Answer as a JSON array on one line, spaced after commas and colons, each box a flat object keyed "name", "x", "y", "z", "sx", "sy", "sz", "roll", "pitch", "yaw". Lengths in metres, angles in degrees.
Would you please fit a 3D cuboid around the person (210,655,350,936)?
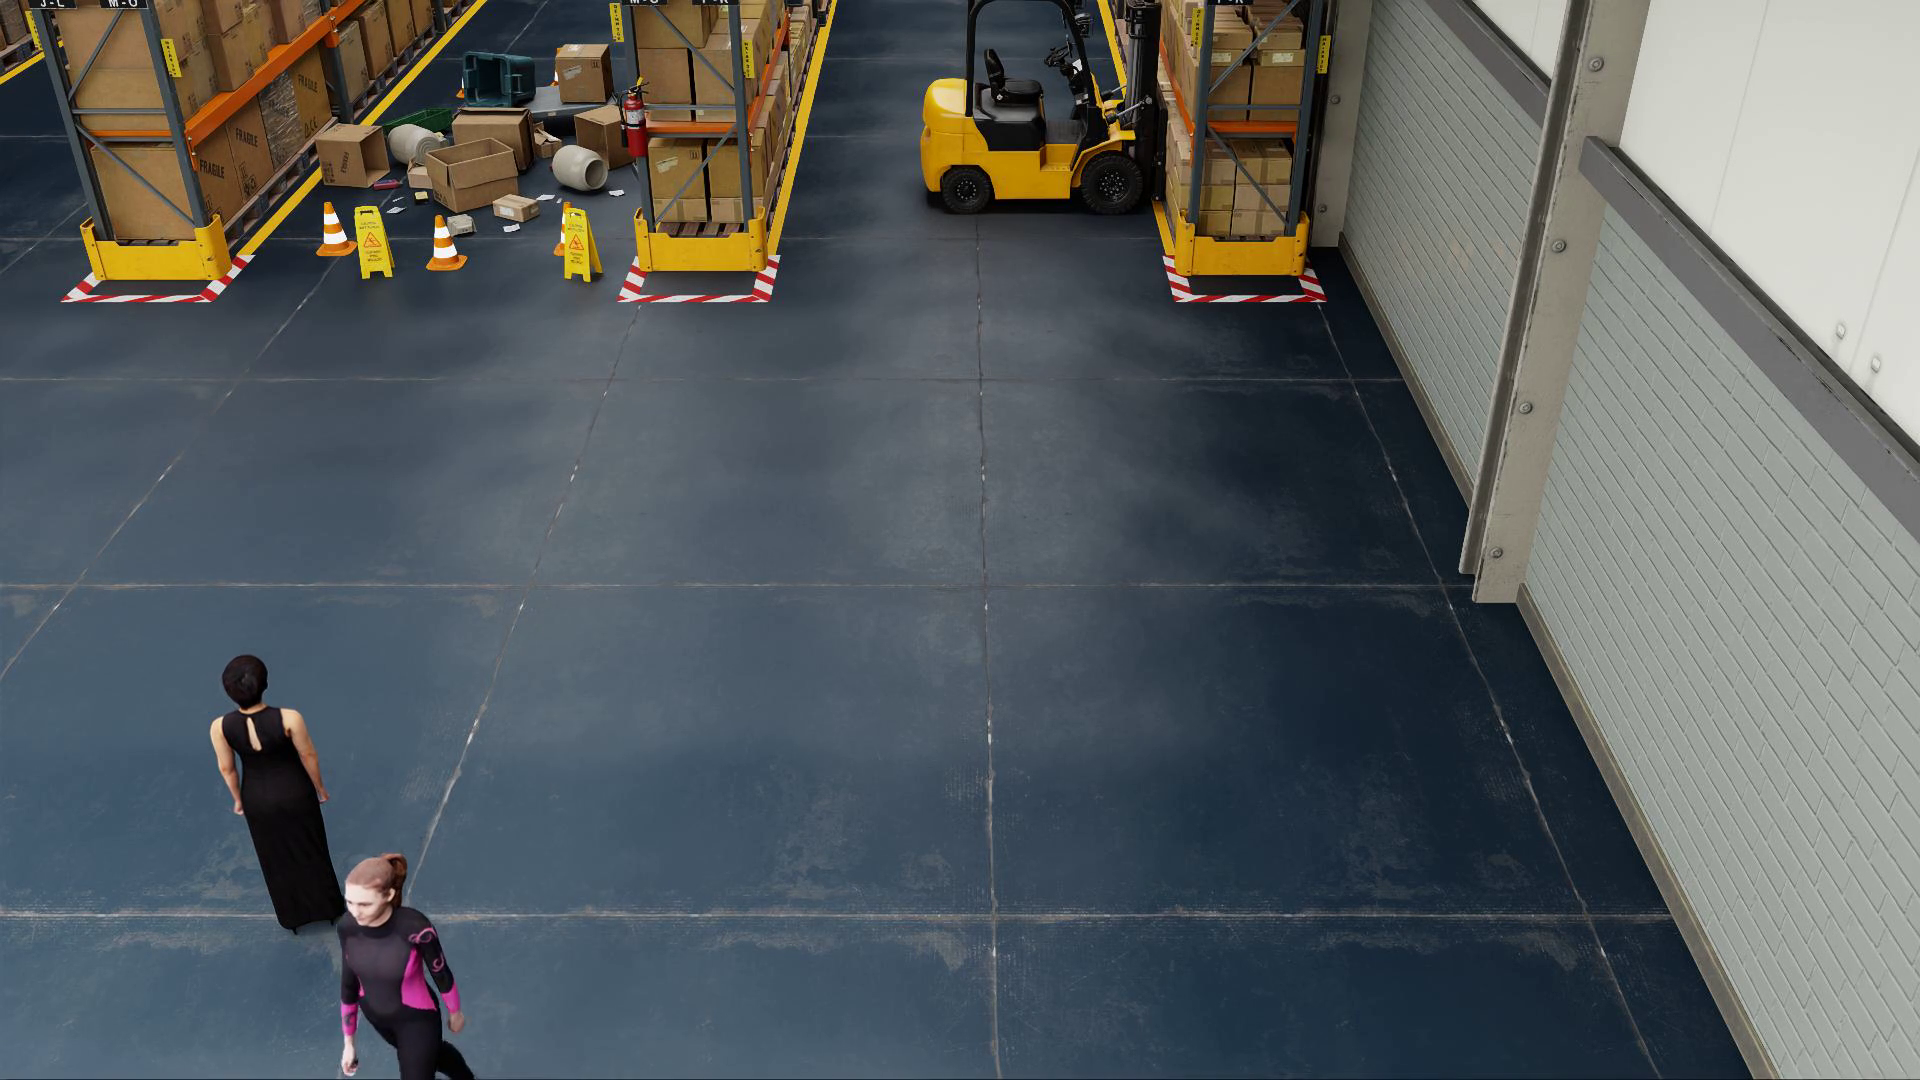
[{"name": "person", "x": -3.261, "y": 1.234, "z": 7.946, "sx": 0.632, "sy": 1.603, "sz": 0.594, "roll": -8, "pitch": 33, "yaw": -12}]

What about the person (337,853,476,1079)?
[{"name": "person", "x": -2.213, "y": 1.906, "z": 6.792, "sx": 0.748, "sy": 1.698, "sz": 1.177, "roll": 8, "pitch": 33, "yaw": 12}]
